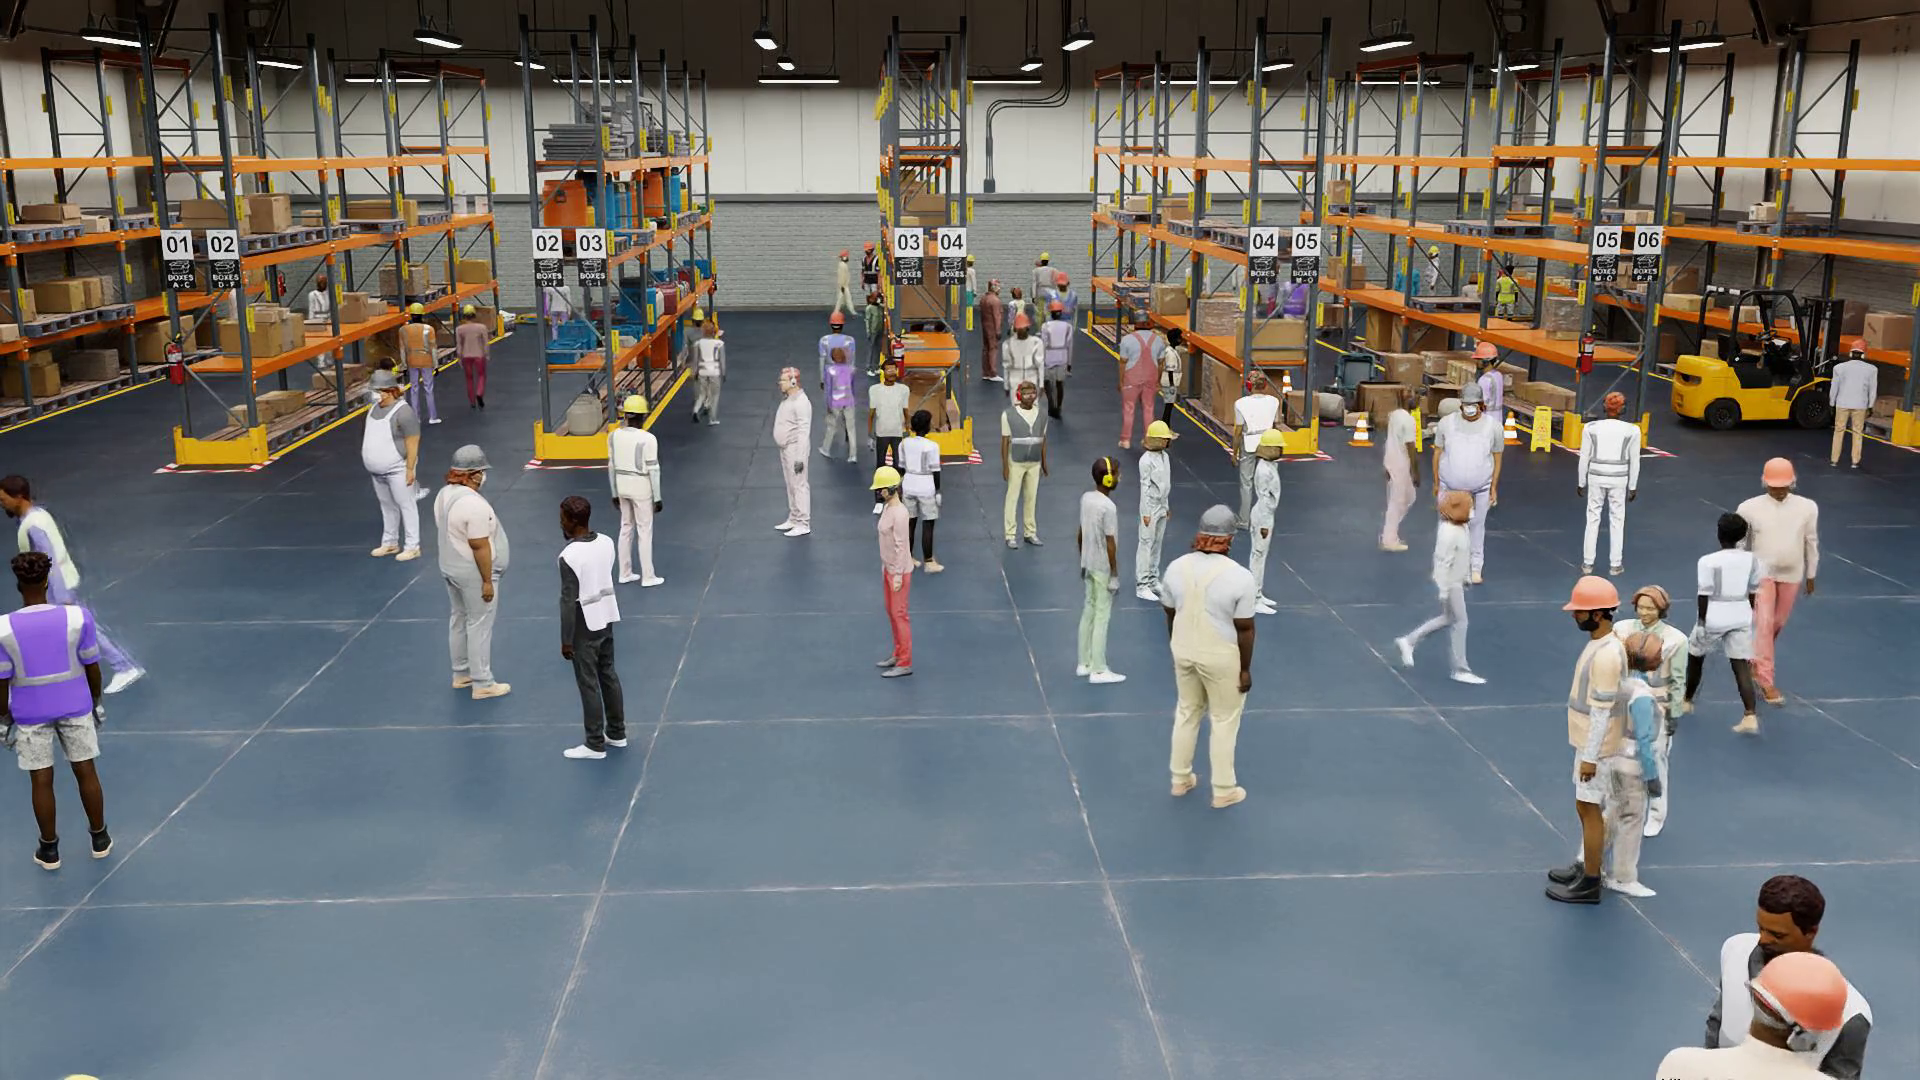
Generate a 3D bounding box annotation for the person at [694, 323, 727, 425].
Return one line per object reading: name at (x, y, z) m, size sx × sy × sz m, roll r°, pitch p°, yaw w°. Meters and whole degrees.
person at (-3.945, -2.601, 26.178) m, size 0.540 × 1.619 × 0.506 m, roll 5°, pitch 14°, yaw 19°

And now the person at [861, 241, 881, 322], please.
person at (-2.243, -6.457, 41.656) m, size 0.611 × 2.030 × 0.405 m, roll 10°, pitch 16°, yaw 35°

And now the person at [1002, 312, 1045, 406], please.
person at (0.912, -2.301, 24.061) m, size 0.620 × 2.018 × 0.761 m, roll 0°, pitch 13°, yaw -1°

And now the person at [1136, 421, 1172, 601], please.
person at (1.904, -0.297, 16.162) m, size 0.294 × 1.744 × 0.486 m, roll 8°, pitch 16°, yaw 31°

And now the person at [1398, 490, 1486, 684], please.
person at (3.993, 0.358, 13.677) m, size 0.709 × 1.608 × 0.521 m, roll 7°, pitch 15°, yaw 27°

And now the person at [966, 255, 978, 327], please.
person at (0.213, -6.071, 40.579) m, size 0.329 × 1.765 × 0.533 m, roll -12°, pitch 18°, yaw -41°

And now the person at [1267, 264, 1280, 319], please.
person at (7.433, -5.729, 39.406) m, size 0.280 × 1.634 × 0.498 m, roll 2°, pitch 13°, yaw 10°

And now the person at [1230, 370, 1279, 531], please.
person at (3.363, -1.013, 18.975) m, size 0.570 × 1.845 × 0.384 m, roll -5°, pitch 14°, yaw -22°

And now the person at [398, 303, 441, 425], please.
person at (-8.526, -2.775, 26.266) m, size 0.585 × 1.927 × 0.366 m, roll 0°, pitch 13°, yaw -2°

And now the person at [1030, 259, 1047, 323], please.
person at (1.994, -6.165, 41.297) m, size 0.522 × 1.616 × 0.650 m, roll -1°, pitch 13°, yaw -4°

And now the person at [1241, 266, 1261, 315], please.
person at (6.351, -5.141, 36.461) m, size 0.572 × 1.846 × 0.395 m, roll 9°, pitch 16°, yaw 34°

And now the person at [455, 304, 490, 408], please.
person at (-8.171, -3.077, 27.914) m, size 0.553 × 1.748 × 0.405 m, roll -3°, pitch 14°, yaw -13°

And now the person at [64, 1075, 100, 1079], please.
person at (-2.497, 2.359, 4.867) m, size 0.528 × 1.764 × 0.328 m, roll -8°, pitch 16°, yaw -32°

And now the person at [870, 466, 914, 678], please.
person at (-0.565, 0.254, 13.811) m, size 0.342 × 1.752 × 0.535 m, roll -4°, pitch 14°, yaw -15°

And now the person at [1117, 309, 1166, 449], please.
person at (2.619, -2.361, 24.271) m, size 0.686 × 2.000 × 0.537 m, roll -3°, pitch 14°, yaw -13°

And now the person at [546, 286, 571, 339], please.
person at (-8.554, -4.869, 35.485) m, size 0.527 × 1.768 × 0.331 m, roll -1°, pitch 13°, yaw -2°

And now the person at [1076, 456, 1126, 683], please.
person at (1.151, 0.237, 13.631) m, size 0.310 × 1.868 × 0.533 m, roll -6°, pitch 15°, yaw -25°

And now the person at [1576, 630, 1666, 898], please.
person at (3.891, 1.296, 9.651) m, size 0.414 × 1.627 × 0.550 m, roll 2°, pitch 13°, yaw 9°

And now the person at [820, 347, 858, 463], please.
person at (-1.673, -1.888, 23.218) m, size 0.521 × 1.595 × 0.846 m, roll -7°, pitch 15°, yaw -29°

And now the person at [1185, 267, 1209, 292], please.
person at (5.607, -5.850, 39.421) m, size 0.578 × 1.865 × 0.687 m, roll 3°, pitch 14°, yaw 11°

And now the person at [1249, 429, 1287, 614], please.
person at (2.900, -0.188, 15.702) m, size 0.315 × 1.743 × 0.487 m, roll 3°, pitch 14°, yaw 13°

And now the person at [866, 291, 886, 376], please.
person at (-1.613, -3.976, 31.985) m, size 0.266 × 1.631 × 0.507 m, roll 11°, pitch 17°, yaw 39°

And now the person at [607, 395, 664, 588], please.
person at (-3.234, -0.489, 16.610) m, size 0.593 × 1.918 × 0.396 m, roll 7°, pitch 15°, yaw 28°

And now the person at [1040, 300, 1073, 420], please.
person at (1.530, -2.905, 26.830) m, size 0.582 × 1.919 × 0.468 m, roll -3°, pitch 14°, yaw -13°

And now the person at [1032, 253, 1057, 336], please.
person at (1.968, -5.717, 38.730) m, size 0.593 × 1.924 × 0.384 m, roll -1°, pitch 13°, yaw -5°

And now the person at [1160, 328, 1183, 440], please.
person at (3.163, -2.337, 24.927) m, size 0.322 × 1.685 × 0.542 m, roll 2°, pitch 13°, yaw 9°

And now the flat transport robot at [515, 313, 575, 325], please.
flat transport robot at (-10.380, -5.510, 41.402) m, size 1.431 × 0.197 × 0.652 m, roll 6°, pitch 14°, yaw 22°

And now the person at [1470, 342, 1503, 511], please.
person at (6.327, -1.373, 20.114) m, size 0.419 × 2.034 × 0.605 m, roll 9°, pitch 16°, yaw 32°

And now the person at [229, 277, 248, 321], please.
person at (-13.860, -4.174, 32.079) m, size 0.409 × 1.986 × 0.618 m, roll -3°, pitch 14°, yaw -13°

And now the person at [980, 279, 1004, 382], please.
person at (0.623, -3.933, 31.230) m, size 0.402 × 1.904 × 0.639 m, roll -6°, pitch 14°, yaw -23°

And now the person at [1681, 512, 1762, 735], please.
person at (5.769, 0.618, 12.498) m, size 0.534 × 1.651 × 0.880 m, roll -2°, pitch 13°, yaw -8°
